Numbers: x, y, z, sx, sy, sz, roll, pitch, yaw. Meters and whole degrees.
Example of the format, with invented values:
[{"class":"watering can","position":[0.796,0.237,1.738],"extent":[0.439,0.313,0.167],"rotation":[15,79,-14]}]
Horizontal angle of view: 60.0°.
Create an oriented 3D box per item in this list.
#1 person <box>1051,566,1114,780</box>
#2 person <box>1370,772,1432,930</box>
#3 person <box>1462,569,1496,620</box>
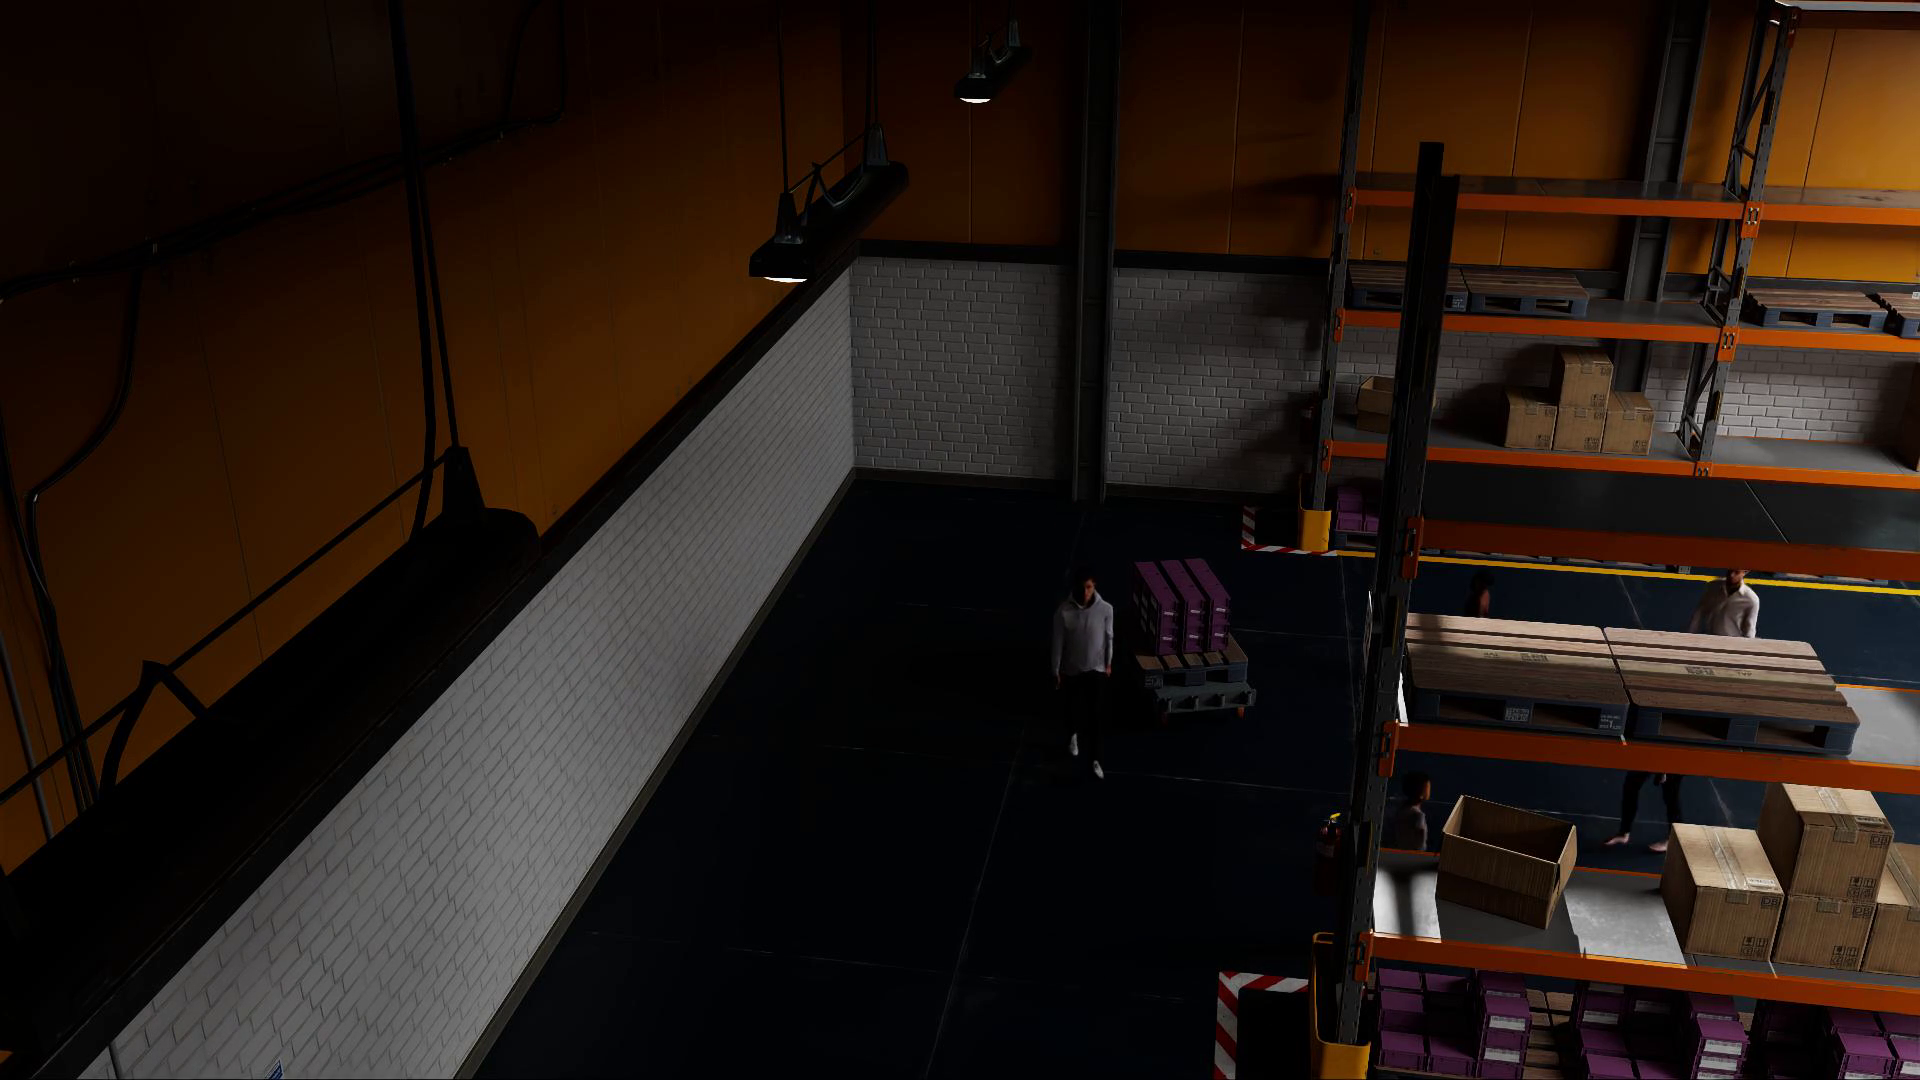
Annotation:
[{"class":"person","position":[1.045,1.056,14.434],"extent":[1.092,1.887,0.915],"rotation":[-1,24,-2]},{"class":"person","position":[3.222,2.302,12.134],"extent":[0.916,1.446,0.742],"rotation":[-4,24,-9]},{"class":"person","position":[4.881,0.846,15.706],"extent":[0.529,1.252,0.556],"rotation":[9,25,21]}]
